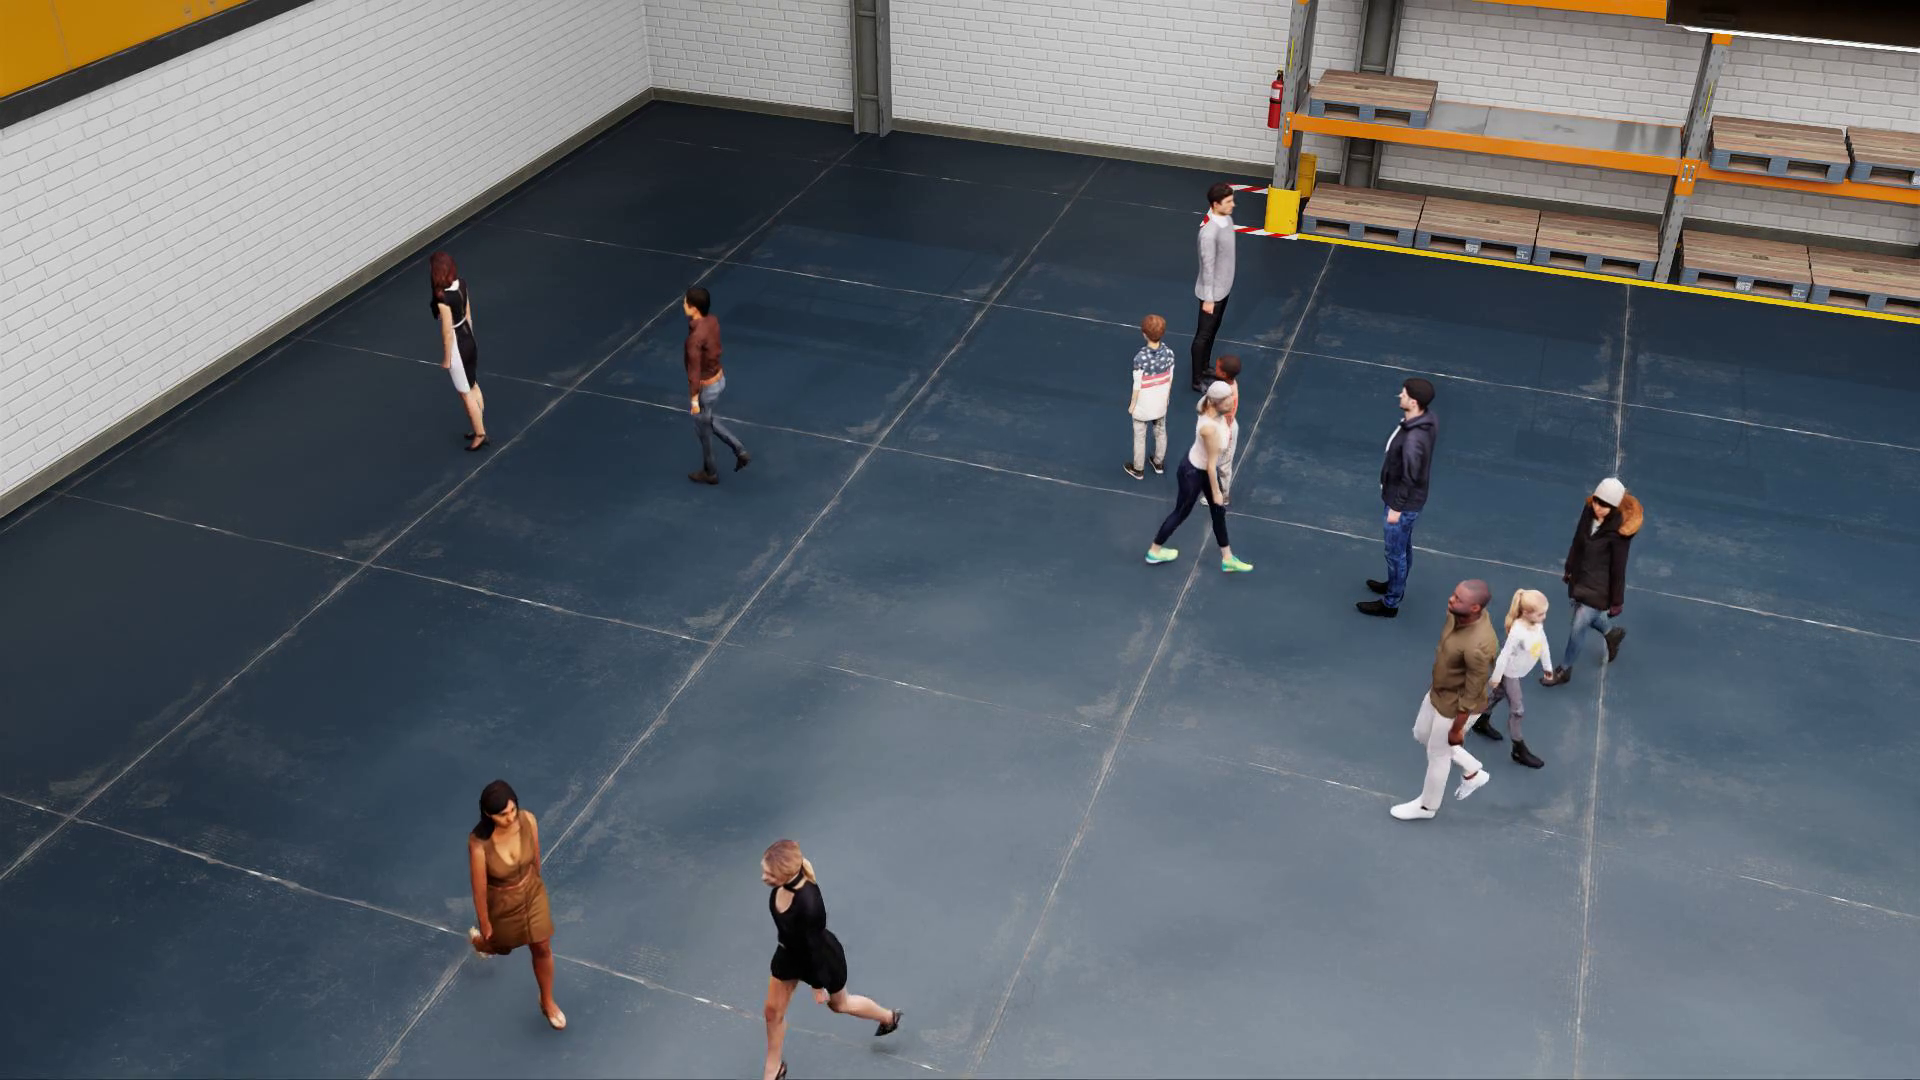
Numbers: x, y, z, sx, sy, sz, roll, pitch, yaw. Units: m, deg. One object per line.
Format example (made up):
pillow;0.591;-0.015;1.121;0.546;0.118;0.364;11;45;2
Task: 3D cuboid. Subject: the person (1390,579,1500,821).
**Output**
person;3.031;0.968;9.993;0.953;1.812;0.879;0;34;0

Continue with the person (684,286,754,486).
person;-1.948;-1.211;13.306;0.820;1.773;0.706;8;34;12

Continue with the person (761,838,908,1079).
person;-0.678;2.110;8.364;1.093;1.712;1.124;-18;38;-25

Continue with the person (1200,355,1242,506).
person;2.115;-0.888;13.238;0.520;1.310;0.522;6;34;9

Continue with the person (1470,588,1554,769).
person;3.509;0.810;10.734;0.864;1.255;0.680;24;41;32

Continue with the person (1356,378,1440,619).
person;3.173;-0.304;11.831;0.583;1.894;0.680;14;36;20

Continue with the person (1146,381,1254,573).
person;1.698;-0.473;12.308;1.044;1.648;0.685;5;34;8

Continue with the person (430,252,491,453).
person;-4.132;-1.558;13.808;0.599;1.795;0.624;6;34;9

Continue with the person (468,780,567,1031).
person;-2.405;1.870;8.769;1.067;1.664;0.829;28;43;35

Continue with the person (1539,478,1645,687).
person;4.336;0.263;11.232;1.077;1.614;0.995;-13;36;-19

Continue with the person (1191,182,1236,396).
person;2.238;-2.242;14.721;0.625;1.923;0.736;13;36;19

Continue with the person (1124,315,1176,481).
person;1.554;-1.176;13.551;0.576;1.444;0.639;-14;36;-20
